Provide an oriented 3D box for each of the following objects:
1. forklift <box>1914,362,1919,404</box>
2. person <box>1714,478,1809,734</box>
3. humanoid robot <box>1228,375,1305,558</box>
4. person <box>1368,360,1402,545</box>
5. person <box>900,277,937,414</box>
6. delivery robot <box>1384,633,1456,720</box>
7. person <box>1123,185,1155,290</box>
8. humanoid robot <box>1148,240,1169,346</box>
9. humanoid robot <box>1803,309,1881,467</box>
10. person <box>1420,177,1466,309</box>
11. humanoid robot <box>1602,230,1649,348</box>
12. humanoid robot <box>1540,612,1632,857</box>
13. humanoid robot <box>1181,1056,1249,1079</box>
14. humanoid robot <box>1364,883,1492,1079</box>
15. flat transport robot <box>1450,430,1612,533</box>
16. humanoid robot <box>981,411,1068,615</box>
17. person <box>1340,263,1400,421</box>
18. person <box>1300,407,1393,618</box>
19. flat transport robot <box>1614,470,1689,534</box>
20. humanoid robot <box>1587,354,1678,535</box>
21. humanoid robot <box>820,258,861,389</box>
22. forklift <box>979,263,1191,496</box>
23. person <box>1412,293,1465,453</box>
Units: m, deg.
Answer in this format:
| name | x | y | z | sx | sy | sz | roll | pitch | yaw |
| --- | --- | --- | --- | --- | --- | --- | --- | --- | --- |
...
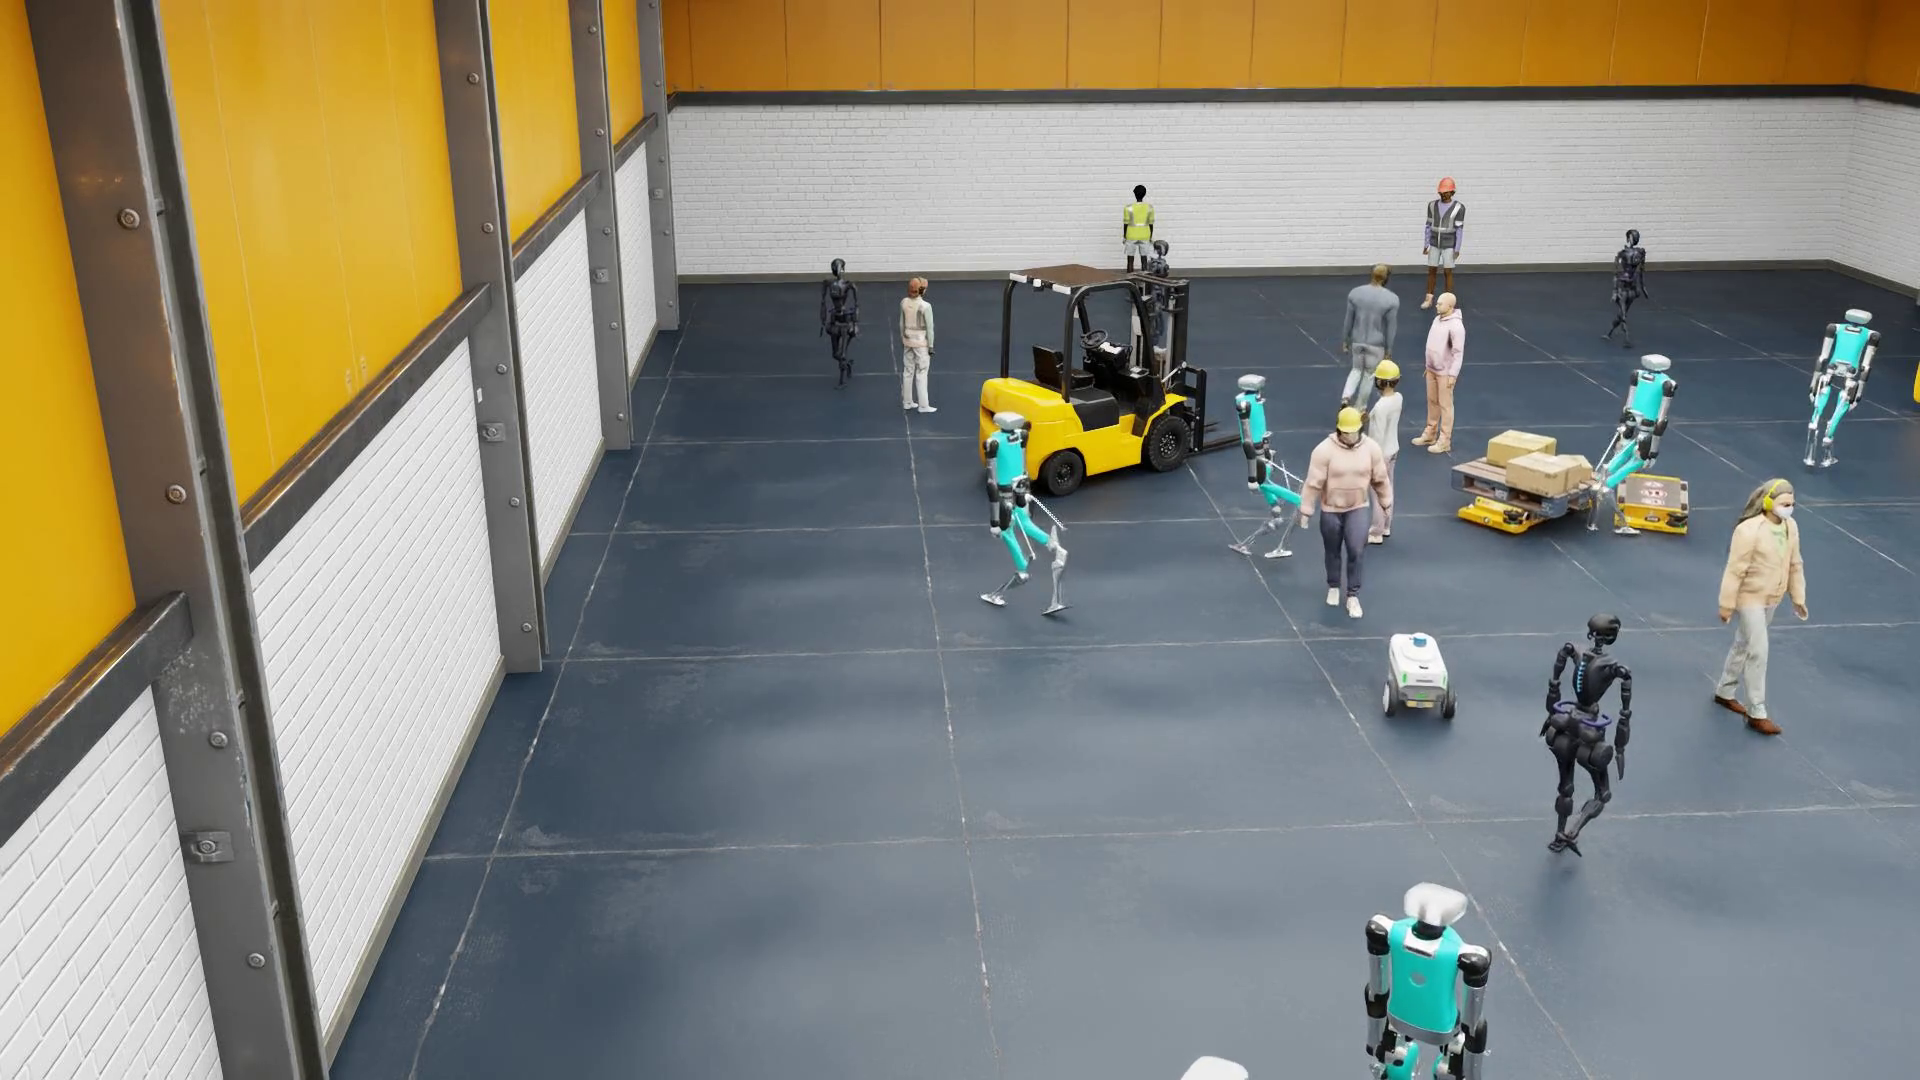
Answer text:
| name | x | y | z | sx | sy | sz | roll | pitch | yaw |
| --- | --- | --- | --- | --- | --- | --- | --- | --- | --- |
| forklift | 12.602 | -2.435 | 19.475 | 2.313 | 2.155 | 1.214 | -1 | 20 | -4 |
| person | 5.885 | 0.476 | 12.033 | 0.559 | 1.854 | 0.766 | -10 | 23 | -26 |
| humanoid robot | 2.902 | -0.603 | 15.173 | 0.893 | 1.764 | 0.548 | 9 | 22 | 22 |
| person | 3.973 | -0.830 | 15.717 | 0.309 | 1.768 | 0.531 | 13 | 24 | 31 |
| person | -0.514 | -2.345 | 20.023 | 0.520 | 1.638 | 0.310 | 18 | 27 | 41 |
| delivery robot | 3.436 | 0.995 | 12.498 | 0.499 | 0.592 | 0.796 | 2 | 20 | 6 |
| person | 2.879 | -4.881 | 26.862 | 0.528 | 1.688 | 0.322 | -3 | 20 | -8 |
| humanoid robot | 2.582 | -3.221 | 22.357 | 0.469 | 1.639 | 0.590 | 8 | 22 | 20 |
| humanoid robot | 9.302 | -1.522 | 17.673 | 0.576 | 1.775 | 0.895 | 14 | 24 | 33 |
| person | 7.343 | -4.501 | 25.346 | 0.600 | 2.035 | 0.412 | 16 | 25 | 36 |
| humanoid robot | 9.358 | -3.524 | 23.261 | 0.600 | 1.632 | 0.792 | -8 | 22 | -21 |
| humanoid robot | 3.851 | 1.199 | 10.321 | 0.370 | 1.650 | 0.608 | -14 | 25 | -34 |
| humanoid robot | 0.639 | 2.661 | 6.305 | 0.911 | 1.805 | 0.554 | 10 | 23 | 26 |
| humanoid robot | 2.118 | 2.284 | 7.421 | 0.541 | 1.883 | 0.756 | 14 | 24 | 33 |
| flat transport robot | 5.692 | -0.374 | 16.647 | 1.431 | 0.231 | 0.659 | -15 | 25 | -36 |
| humanoid robot | 0.634 | -0.164 | 14.018 | 0.989 | 1.766 | 0.549 | 15 | 25 | 35 |
| person | 4.773 | -2.286 | 19.481 | 0.642 | 1.910 | 0.538 | 15 | 25 | 36 |
| person | 3.272 | -0.255 | 14.059 | 0.770 | 1.824 | 0.697 | 3 | 20 | 8 |
| flat transport robot | 6.943 | -0.392 | 16.696 | 0.659 | 0.231 | 1.431 | 8 | 22 | 20 |
| humanoid robot | 6.305 | -0.862 | 15.850 | 0.783 | 1.781 | 0.546 | -8 | 22 | -21 |
| humanoid robot | -1.470 | -2.789 | 21.222 | 0.600 | 1.634 | 0.675 | 10 | 22 | 24 |
| forklift | 1.315 | -1.764 | 17.646 | 2.313 | 2.155 | 1.214 | -14 | 24 | -33 |
| person | 5.379 | -1.873 | 18.530 | 0.398 | 1.781 | 0.539 | -6 | 21 | -17 |
